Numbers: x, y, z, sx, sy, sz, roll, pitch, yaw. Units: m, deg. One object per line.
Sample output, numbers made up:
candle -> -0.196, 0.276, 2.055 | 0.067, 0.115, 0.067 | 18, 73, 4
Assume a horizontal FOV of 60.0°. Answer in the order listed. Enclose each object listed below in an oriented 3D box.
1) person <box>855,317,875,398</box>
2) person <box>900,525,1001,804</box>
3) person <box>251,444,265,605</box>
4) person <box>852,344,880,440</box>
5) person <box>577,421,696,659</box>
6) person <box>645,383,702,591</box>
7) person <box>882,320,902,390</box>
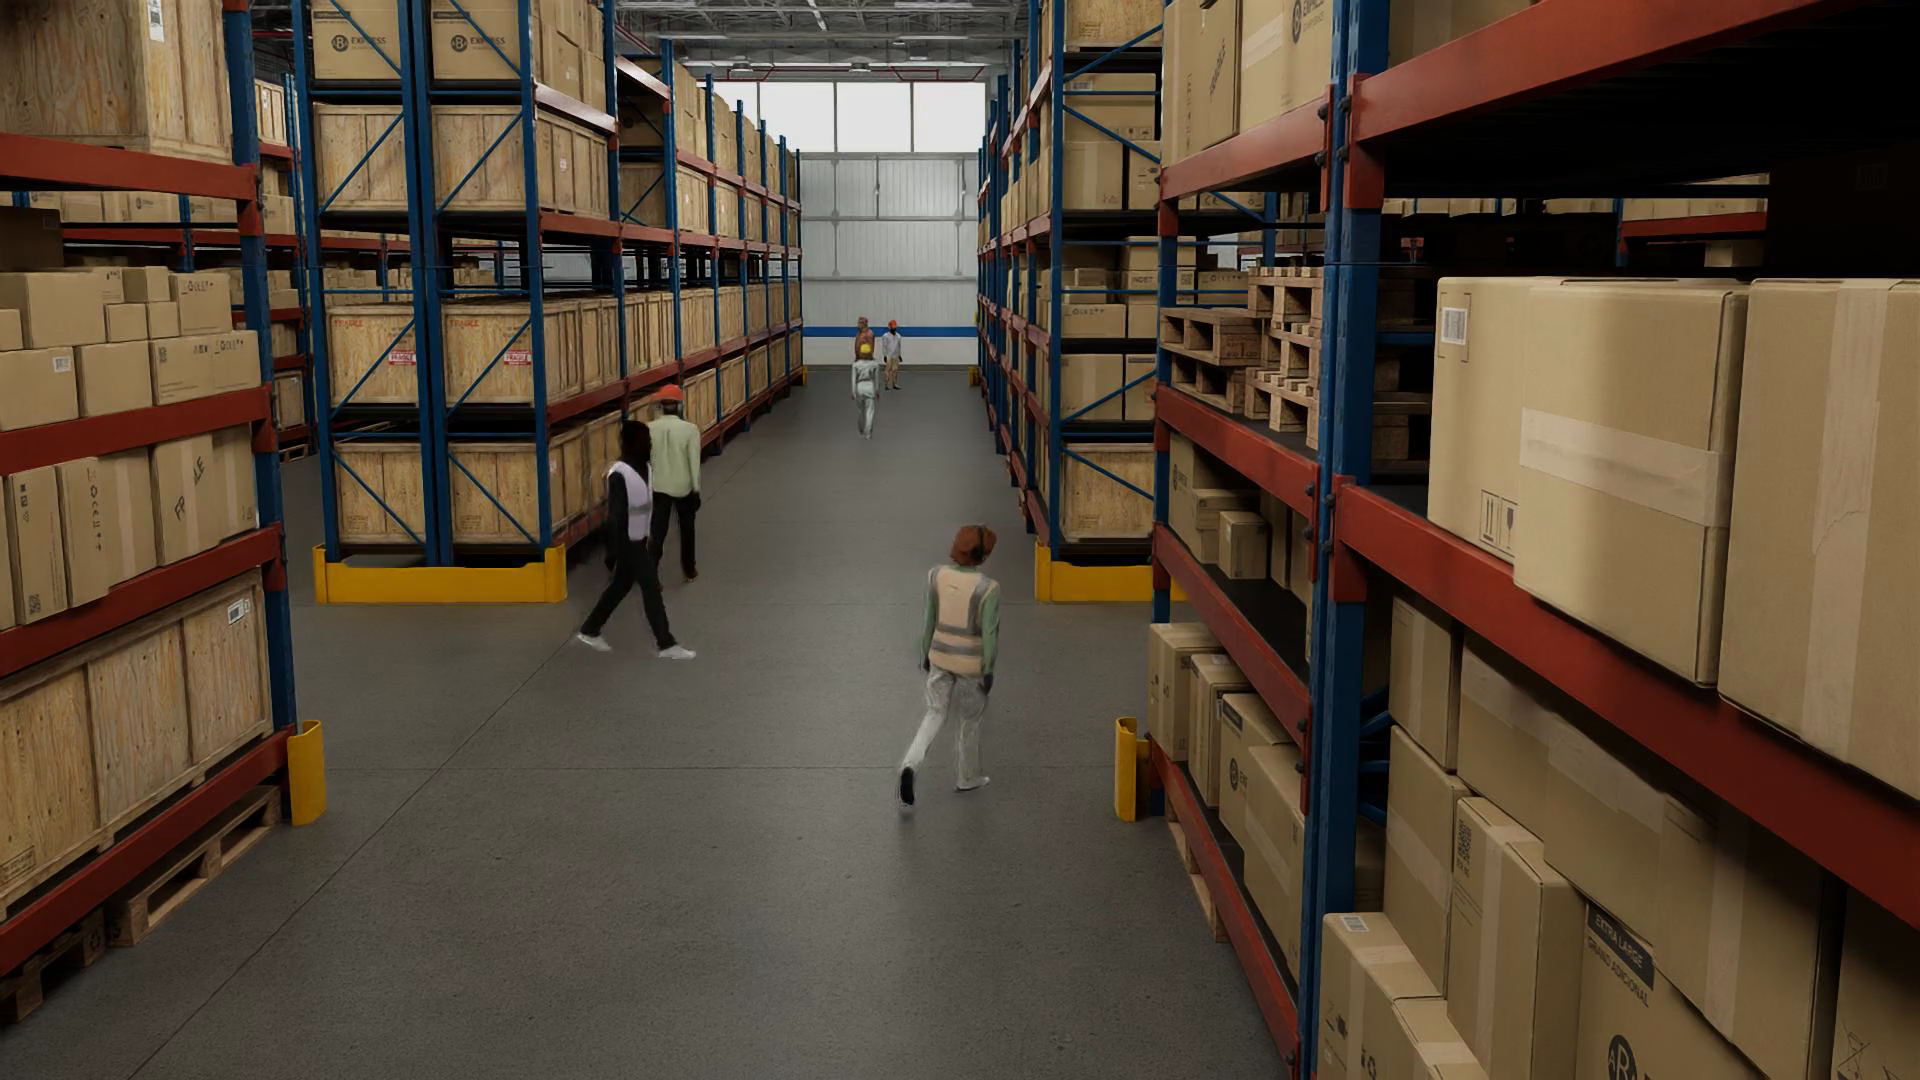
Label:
person -> -2.275, -4.273, 39.036 | 0.409, 1.905, 0.652 | -6, 11, -34
person -> -0.030, 0.708, 9.403 | 0.542, 1.602, 0.707 | 6, 11, 31
person -> -6.436, -0.182, 14.932 | 0.514, 1.586, 0.856 | -3, 10, -18
person -> -1.669, -2.626, 29.566 | 0.500, 1.699, 0.901 | -1, 9, -6
person -> -2.593, -0.008, 13.016 | 1.015, 1.874, 0.603 | 2, 9, 11
person -> -2.764, -0.504, 15.797 | 0.623, 1.965, 0.909 | 1, 9, 8
person -> -1.691, -4.636, 41.730 | 0.559, 1.751, 0.326 | -7, 12, -38
